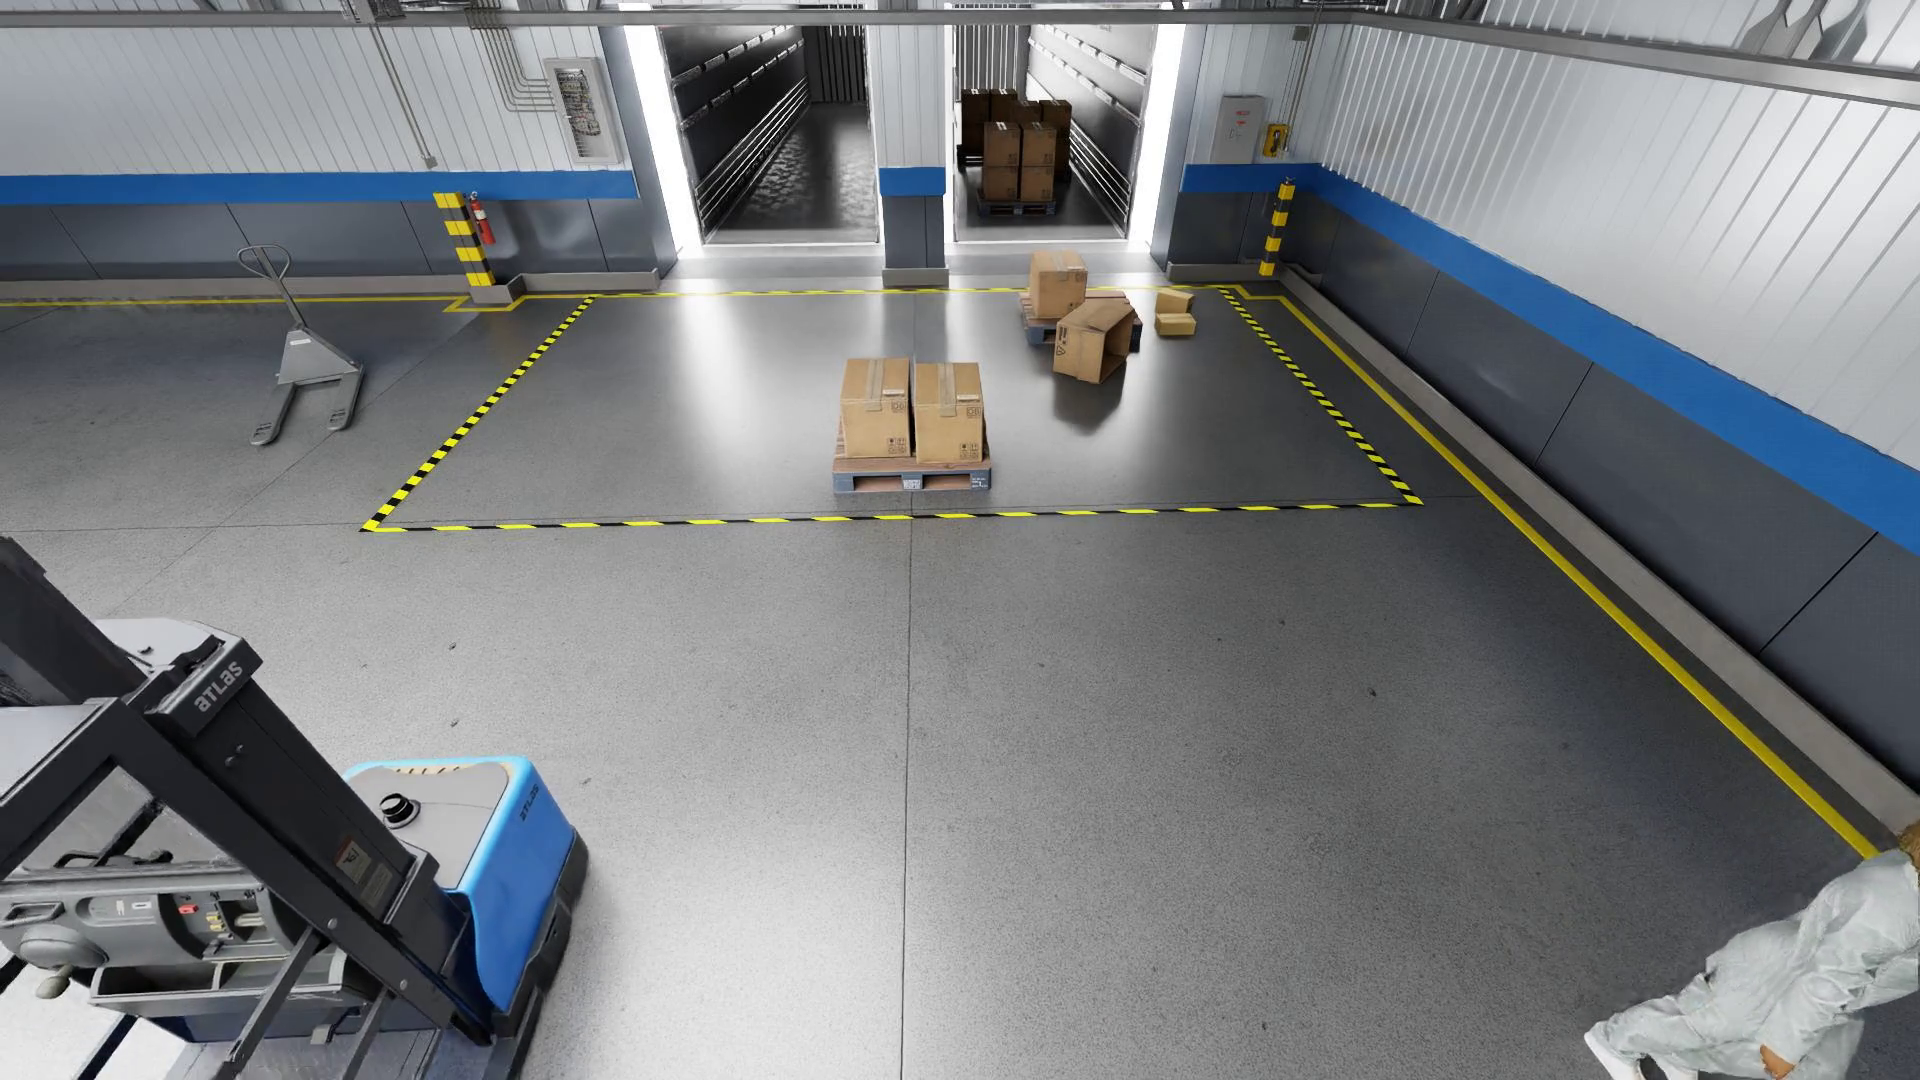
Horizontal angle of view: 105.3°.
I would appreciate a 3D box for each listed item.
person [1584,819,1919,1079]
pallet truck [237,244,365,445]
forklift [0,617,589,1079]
[{"bbox_3d":[2.455,1.317,2.126,0.487,1.730,0.384,-10,40,-12],"label":"person"},{"bbox_3d":[-5.915,-1.733,6.366,0.680,1.201,1.601,-18,42,-21],"label":"pallet truck"},{"bbox_3d":[-2.010,0.924,2.373,0.716,2.013,0.776,-2,39,-2],"label":"forklift"}]
